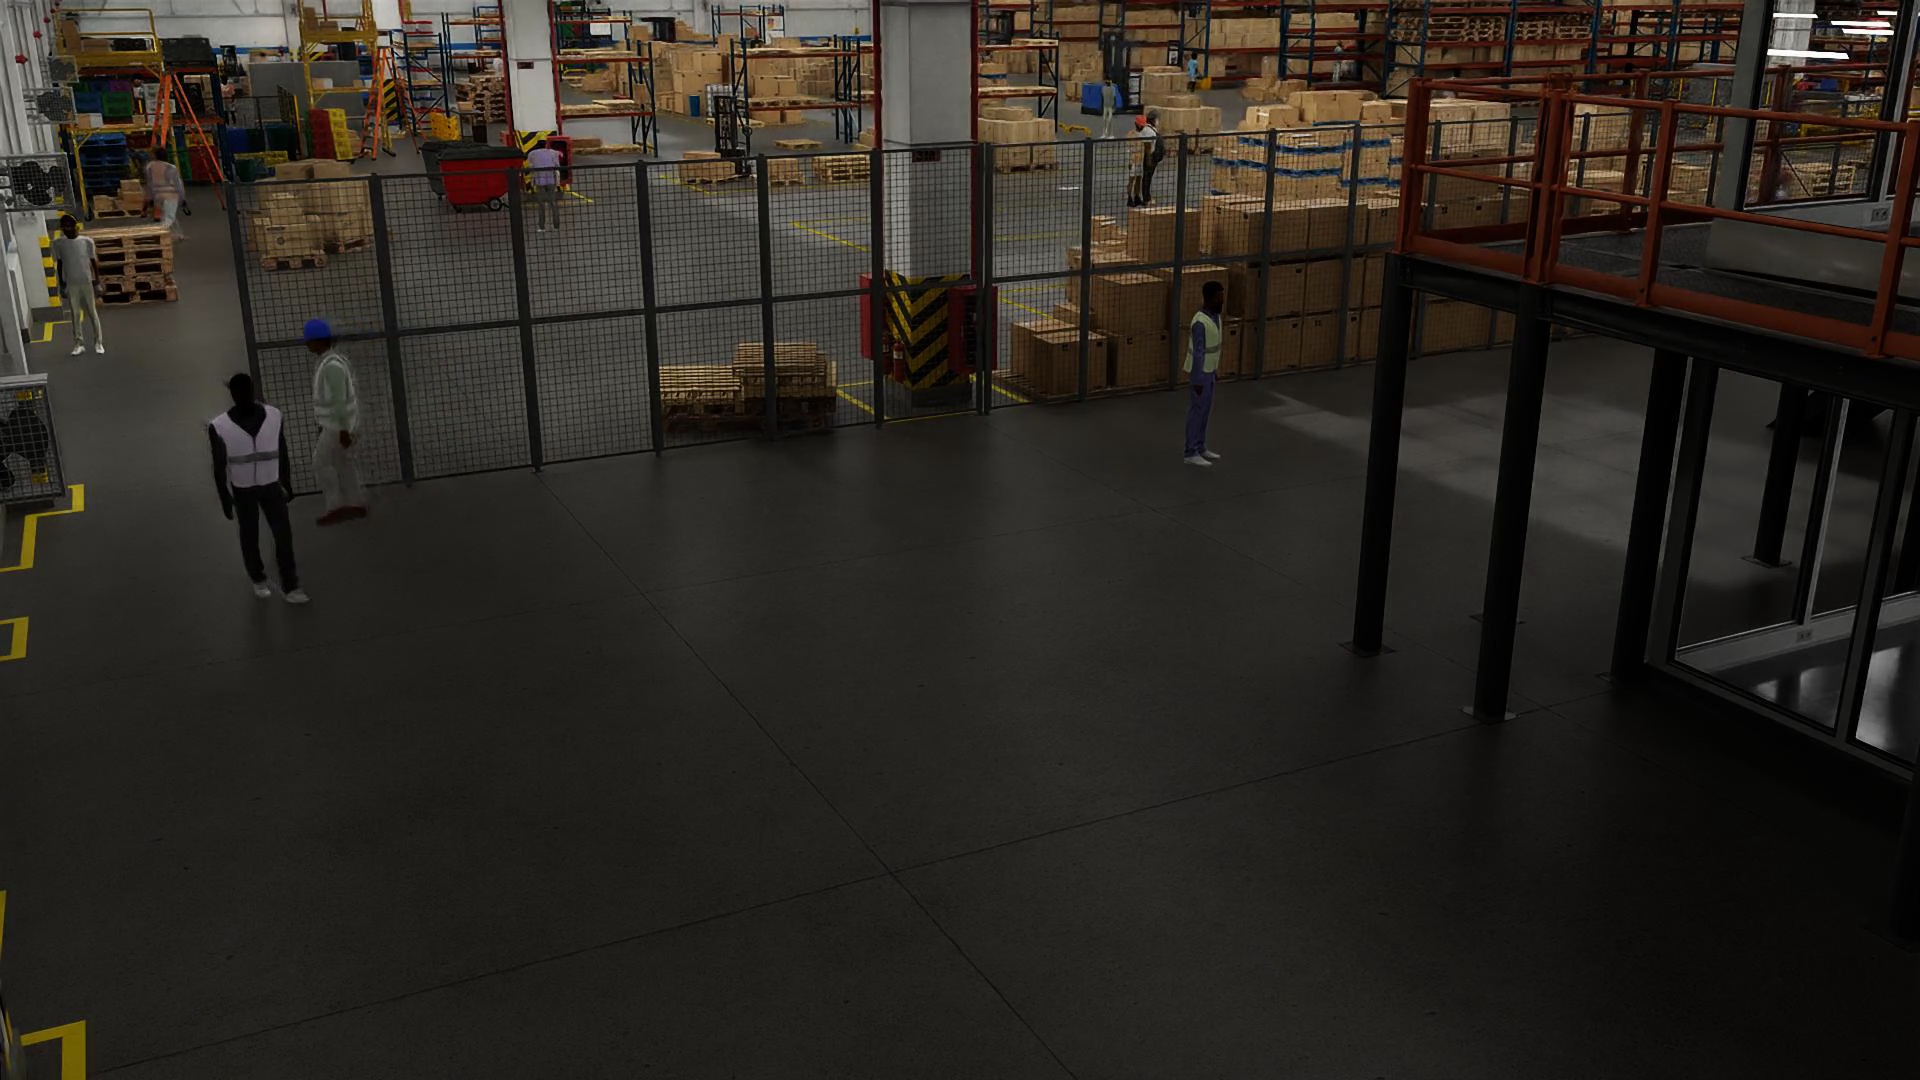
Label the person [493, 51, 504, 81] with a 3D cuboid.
[{"bbox_3d":[-17.240,-17.366,62.432,0.634,1.940,0.367,18,26,41],"label":"person"}]

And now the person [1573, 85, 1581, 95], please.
[{"bbox_3d":[18.309,-12.676,49.328,0.754,1.615,0.529,13,23,33],"label":"person"}]

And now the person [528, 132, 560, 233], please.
[{"bbox_3d":[-8.023,-6.916,32.178,0.583,1.918,0.400,-8,20,-21],"label":"person"}]

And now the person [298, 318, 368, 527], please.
[{"bbox_3d":[-5.816,-1.069,15.215,0.639,1.919,0.639,-9,21,-24],"label":"person"}]

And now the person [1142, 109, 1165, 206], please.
[{"bbox_3d":[4.146,-8.256,35.871,0.536,2.000,0.672,3,19,9],"label":"person"}]

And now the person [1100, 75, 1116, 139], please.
[{"bbox_3d":[4.429,-12.944,49.739,0.529,1.858,0.324,14,23,35],"label":"person"}]

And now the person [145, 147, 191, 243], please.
[{"bbox_3d":[-14.577,-6.290,30.560,0.640,1.800,0.980,4,19,12],"label":"person"}]

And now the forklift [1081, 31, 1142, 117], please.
[{"bbox_3d":[5.221,-16.046,57.186,1.873,2.768,1.129,-9,21,-25],"label":"forklift"}]

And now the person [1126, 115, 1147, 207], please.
[{"bbox_3d":[3.816,-8.133,35.684,0.542,1.930,0.367,-16,25,-39],"label":"person"}]

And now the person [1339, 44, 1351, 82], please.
[{"bbox_3d":[15.873,-19.363,68.265,0.796,1.916,0.548,-10,22,-27],"label":"person"}]

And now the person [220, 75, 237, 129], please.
[{"bbox_3d":[-23.169,-13.841,52.581,0.533,1.696,0.318,3,19,8],"label":"person"}]

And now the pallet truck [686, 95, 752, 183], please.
[{"bbox_3d":[-5.836,-9.608,39.856,0.823,1.965,1.885,10,22,27],"label":"pallet truck"}]

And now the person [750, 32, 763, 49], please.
[{"bbox_3d":[-9.619,-23.025,78.751,0.620,1.994,0.381,-3,19,-9],"label":"person"}]

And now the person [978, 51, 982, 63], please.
[{"bbox_3d":[0.630,-19.835,69.833,0.957,1.793,0.698,-1,19,-4],"label":"person"}]

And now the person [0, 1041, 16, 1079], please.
[{"bbox_3d":[-3.878,2.137,6.128,0.714,1.789,0.891,-4,20,-13],"label":"person"}]

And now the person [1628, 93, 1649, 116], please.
[{"bbox_3d":[20.244,-12.771,49.595,0.533,1.601,0.708,3,19,8],"label":"person"}]

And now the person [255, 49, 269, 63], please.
[{"bbox_3d":[-27.411,-18.306,65.261,0.750,1.880,0.470,4,19,11],"label":"person"}]

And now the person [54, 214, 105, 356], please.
[{"bbox_3d":[-11.647,-3.376,21.994,0.518,1.865,0.327,-6,20,-16],"label":"person"}]

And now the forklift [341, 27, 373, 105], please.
[{"bbox_3d":[-22.275,-17.346,60.954,1.873,2.768,1.129,-9,21,-25],"label":"forklift"}]

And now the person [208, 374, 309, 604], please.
[{"bbox_3d":[-5.595,-0.386,13.293,0.617,1.882,0.881,-15,24,-37],"label":"person"}]

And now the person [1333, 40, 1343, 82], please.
[{"bbox_3d":[16.238,-20.444,71.356,0.372,1.940,0.630,-4,19,-12],"label":"person"}]

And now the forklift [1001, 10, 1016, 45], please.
[{"bbox_3d":[2.440,-25.310,84.039,1.873,2.768,1.129,-9,21,-25],"label":"forklift"}]

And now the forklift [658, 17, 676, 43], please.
[{"bbox_3d":[-12.797,-21.541,73.113,1.873,2.768,1.129,8,21,23],"label":"forklift"}]

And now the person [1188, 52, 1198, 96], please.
[{"bbox_3d":[9.262,-18.501,66.086,0.317,1.697,0.540,-10,21,-27],"label":"person"}]

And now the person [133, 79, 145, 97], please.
[{"bbox_3d":[-25.343,-13.402,51.414,0.525,1.631,0.313,5,20,14],"label":"person"}]

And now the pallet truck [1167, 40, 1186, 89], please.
[{"bbox_3d":[9.045,-19.971,69.895,0.823,1.965,1.885,-3,19,-8],"label":"pallet truck"}]

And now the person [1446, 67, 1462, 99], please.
[{"bbox_3d":[15.670,-13.962,52.565,0.904,1.924,0.623,-9,21,-25],"label":"person"}]

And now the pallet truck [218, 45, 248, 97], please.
[{"bbox_3d":[-28.879,-18.665,66.111,0.823,1.965,1.885,-3,19,-9],"label":"pallet truck"}]

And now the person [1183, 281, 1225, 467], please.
[{"bbox_3d":[2.501,-1.717,17.115,0.383,1.914,0.595,8,21,22],"label":"person"}]

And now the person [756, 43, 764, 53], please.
[{"bbox_3d":[-8.285,-19.733,69.294,0.361,1.938,0.635,5,20,15],"label":"person"}]
